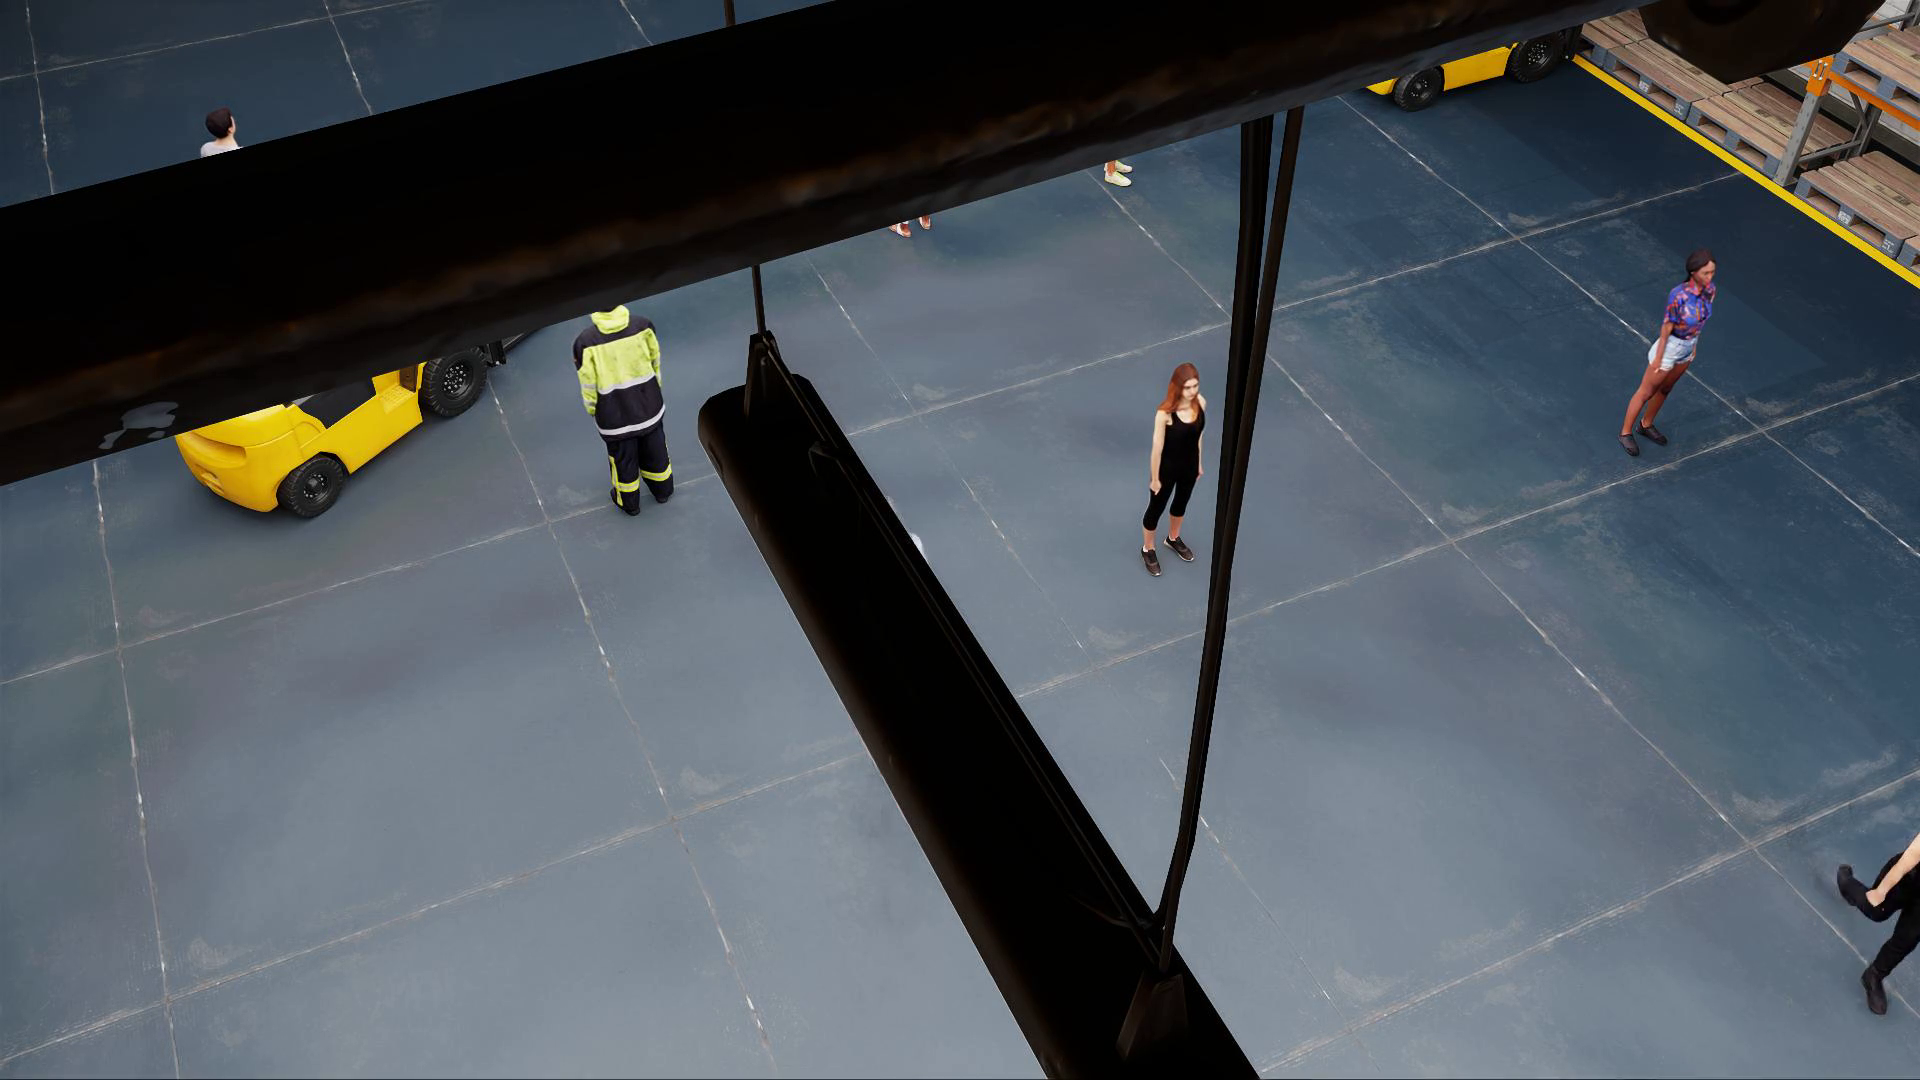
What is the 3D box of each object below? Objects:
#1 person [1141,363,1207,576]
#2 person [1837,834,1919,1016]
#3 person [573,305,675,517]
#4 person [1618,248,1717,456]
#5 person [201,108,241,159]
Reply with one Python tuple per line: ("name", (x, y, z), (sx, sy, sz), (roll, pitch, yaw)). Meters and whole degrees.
("person", (1.490, -0.516, 11.498), (0.587, 1.726, 0.521), (-22, 48, -21))
("person", (5.194, 1.830, 9.092), (0.914, 1.649, 1.142), (1, 44, 1))
("person", (-2.389, -1.026, 11.848), (0.791, 1.983, 0.671), (-23, 48, -22))
("person", (5.324, -1.416, 12.430), (0.597, 1.743, 0.520), (-20, 47, -20))
("person", (-5.839, -2.691, 13.682), (0.730, 1.863, 0.784), (13, 45, 13))
